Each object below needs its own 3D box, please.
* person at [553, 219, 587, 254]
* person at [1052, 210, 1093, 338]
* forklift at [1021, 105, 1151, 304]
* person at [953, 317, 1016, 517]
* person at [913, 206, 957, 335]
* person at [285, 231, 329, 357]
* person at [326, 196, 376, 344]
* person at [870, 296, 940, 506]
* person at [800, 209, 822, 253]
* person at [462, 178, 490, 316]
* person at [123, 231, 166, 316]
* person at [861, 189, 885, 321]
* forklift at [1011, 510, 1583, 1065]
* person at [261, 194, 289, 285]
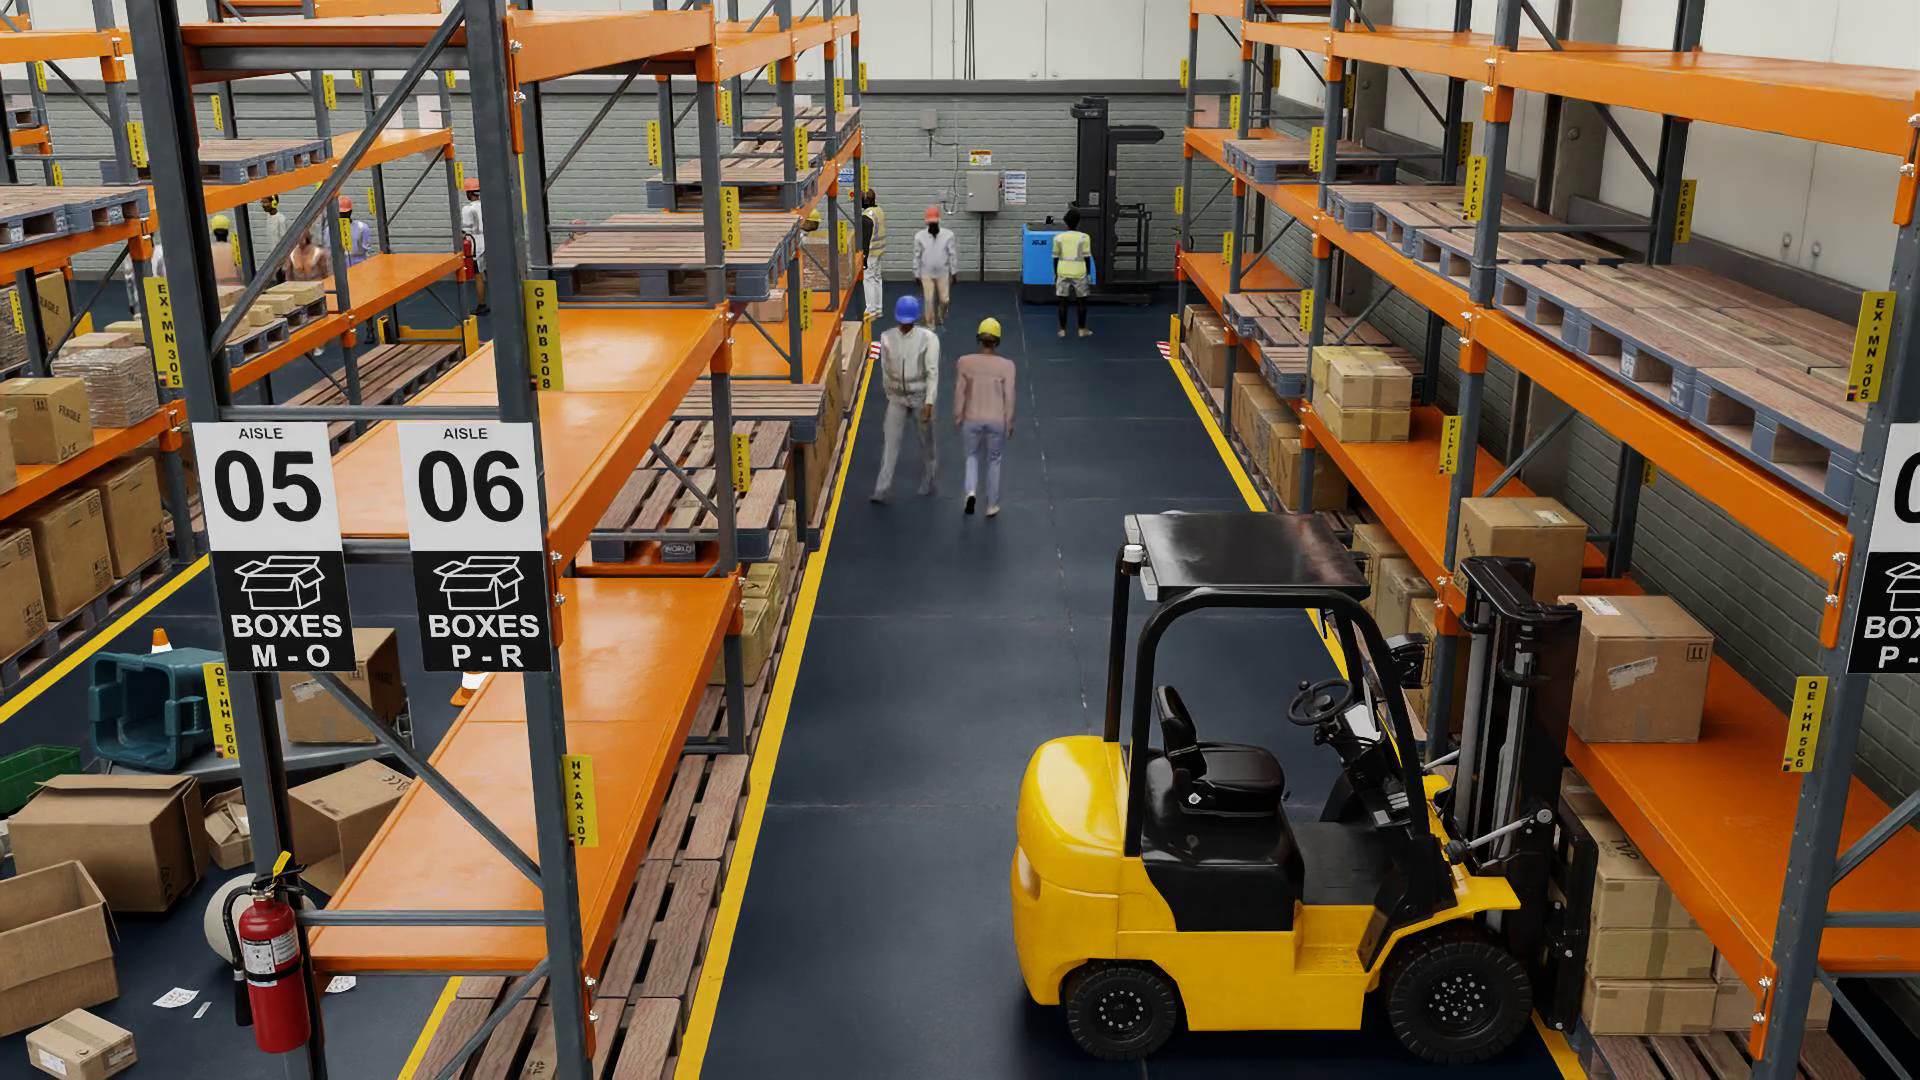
[{"bbox_3d":[-4.429,-2.797,19.487,0.407,1.902,0.639,11,21,31],"label":"person"},{"bbox_3d":[1.487,-3.495,21.950,0.554,1.679,0.382,8,20,23],"label":"person"},{"bbox_3d":[1.857,-4.944,24.441,1.873,2.768,1.129,0,18,0],"label":"forklift"},{"bbox_3d":[0.210,-1.043,14.415,0.550,1.746,0.497,3,18,8],"label":"person"},{"bbox_3d":[-0.334,-3.528,21.942,0.592,1.735,0.369,-1,18,-4],"label":"person"},{"bbox_3d":[-8.222,-3.171,21.075,0.525,1.616,0.643,-1,18,-3],"label":"person"},{"bbox_3d":[-7.873,-3.486,21.536,0.539,1.929,0.388,-4,19,-11],"label":"person"},{"bbox_3d":[-0.460,-1.243,14.808,0.598,1.877,0.961,6,19,18],"label":"person"},{"bbox_3d":[-1.945,-3.472,21.795,0.324,1.731,0.490,0,18,-1],"label":"person"},{"bbox_3d":[-6.808,-4.139,23.509,0.389,1.930,0.540,9,20,25],"label":"person"},{"bbox_3d":[-9.450,-2.782,19.416,0.583,1.909,0.822,-4,19,-13],"label":"person"},{"bbox_3d":[-1.263,-3.968,23.140,0.428,1.837,0.627,5,19,15],"label":"person"},{"bbox_3d":[1.387,1.055,7.378,2.313,2.155,1.214,0,18,0],"label":"forklift"},{"bbox_3d":[-9.245,-3.810,22.622,0.326,1.861,0.503,-16,24,-41],"label":"person"}]
